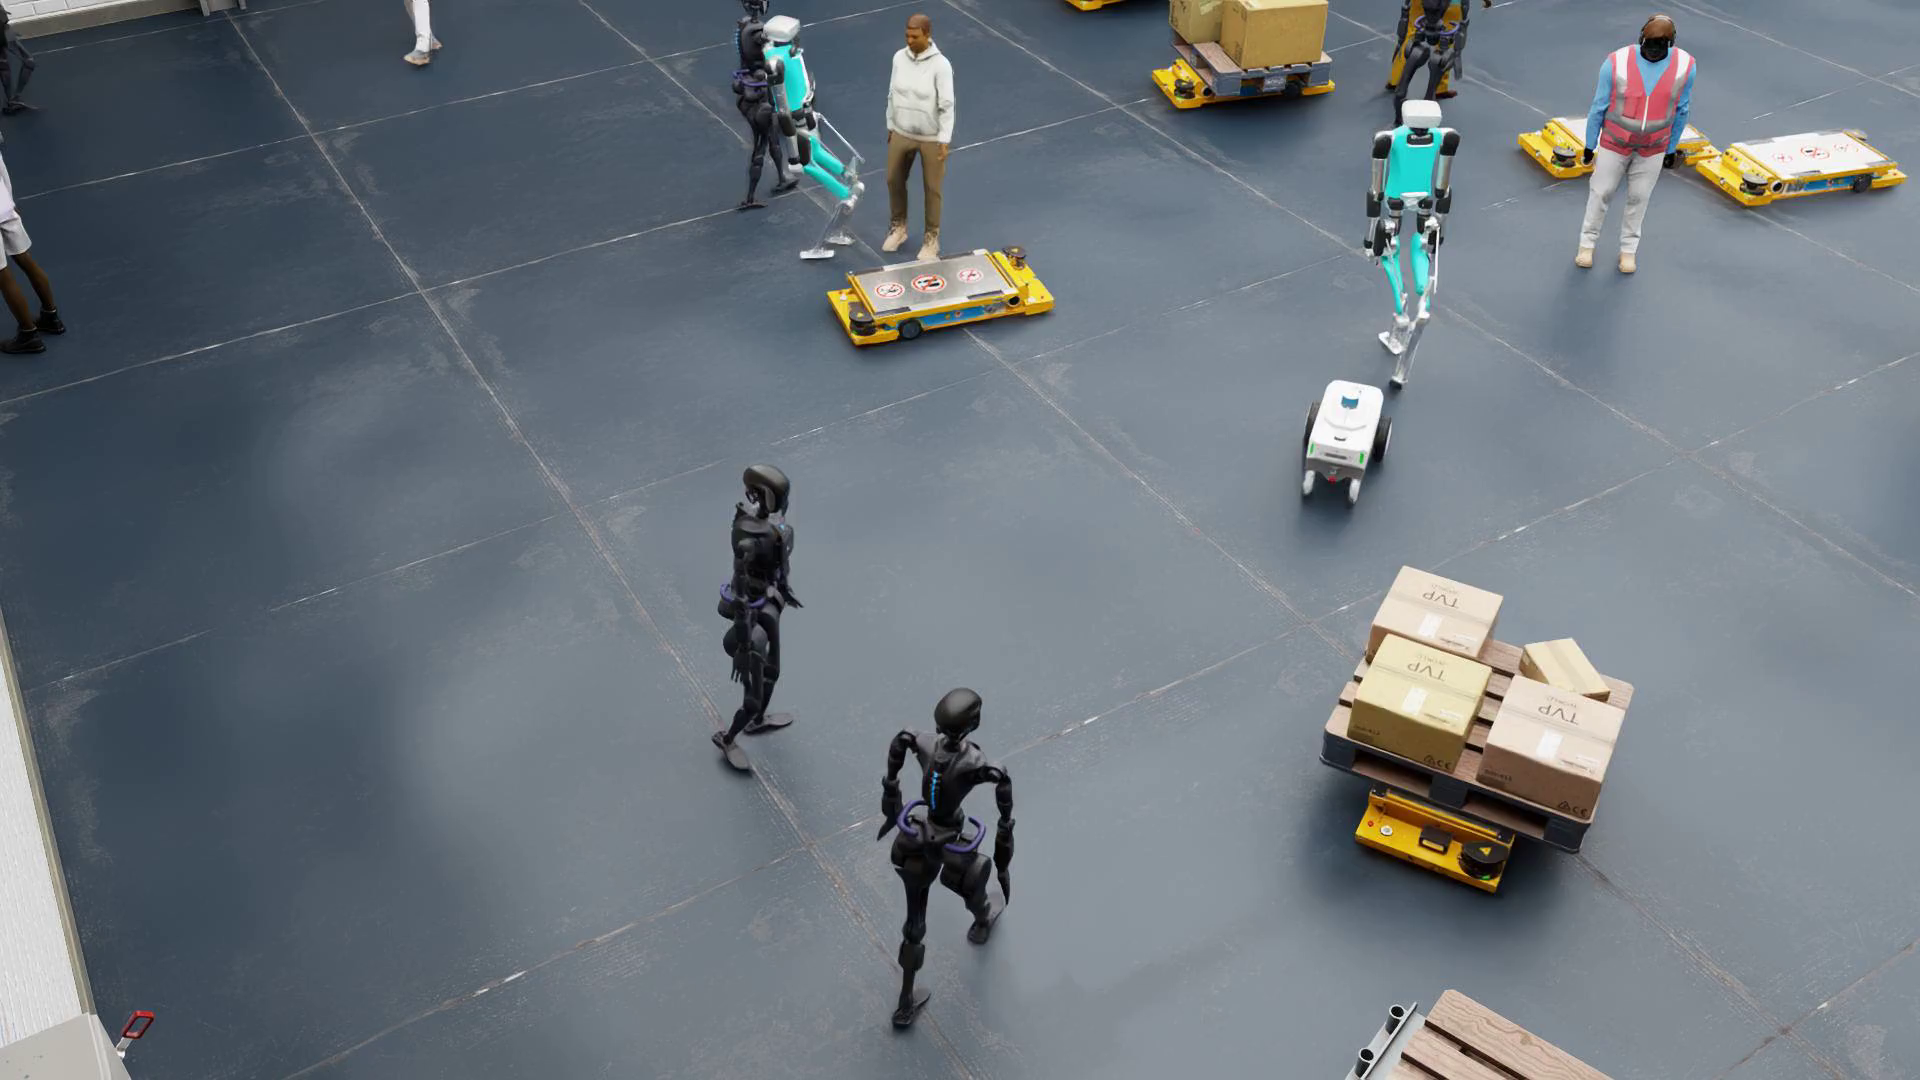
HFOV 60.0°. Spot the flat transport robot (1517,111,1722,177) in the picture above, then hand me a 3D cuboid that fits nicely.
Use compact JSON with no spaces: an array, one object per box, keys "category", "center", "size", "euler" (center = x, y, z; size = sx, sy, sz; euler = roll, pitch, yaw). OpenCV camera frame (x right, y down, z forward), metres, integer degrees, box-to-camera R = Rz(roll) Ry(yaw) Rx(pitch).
[{"category":"flat transport robot","center":[5.280,-3.180,13.304],"size":[1.431,0.231,0.659],"euler":[-8,39,-10]}]

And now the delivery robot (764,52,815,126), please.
[{"category":"delivery robot","center":[-1.445,-3.785,13.819],"size":[0.499,0.571,0.756],"euler":[-6,39,-8]}]

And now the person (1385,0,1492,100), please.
[{"category":"person","center":[4.020,-4.496,13.774],"size":[0.729,1.757,0.402],"euler":[18,42,22]}]

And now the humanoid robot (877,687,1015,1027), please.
[{"category":"humanoid robot","center":[-0.068,1.201,6.683],"size":[0.612,1.628,0.786],"euler":[16,41,19]}]

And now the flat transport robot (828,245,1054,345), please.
[{"category":"flat transport robot","center":[-0.134,-1.685,11.417],"size":[1.431,0.231,0.659],"euler":[-13,40,-15]}]

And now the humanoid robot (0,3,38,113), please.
[{"category":"humanoid robot","center":[-7.880,-4.270,13.547],"size":[0.341,1.648,0.602],"euler":[-26,45,-29]}]

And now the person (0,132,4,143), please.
[{"category":"person","center":[-7.971,-3.976,13.046],"size":[0.397,1.836,0.563],"euler":[-24,44,-27]}]

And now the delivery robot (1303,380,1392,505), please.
[{"category":"delivery robot","center":[2.278,-0.621,9.858],"size":[0.499,0.611,0.814],"euler":[13,40,15]}]

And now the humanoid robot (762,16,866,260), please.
[{"category":"humanoid robot","center":[-0.924,-2.745,11.561],"size":[0.797,1.762,0.549],"euler":[6,39,7]}]

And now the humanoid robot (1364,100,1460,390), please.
[{"category":"humanoid robot","center":[2.830,-1.743,10.352],"size":[0.541,1.794,0.891],"euler":[-3,38,-3]}]

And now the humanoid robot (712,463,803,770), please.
[{"category":"humanoid robot","center":[-0.964,0.334,7.744],"size":[0.427,1.644,0.610],"euler":[10,39,12]}]

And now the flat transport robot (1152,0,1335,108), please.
[{"category":"flat transport robot","center":[2.444,-3.998,14.336],"size":[1.431,0.231,0.659],"euler":[-9,39,-11]}]

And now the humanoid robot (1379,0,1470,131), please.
[{"category":"humanoid robot","center":[3.699,-3.879,13.062],"size":[0.616,1.646,0.313],"euler":[28,46,30]}]

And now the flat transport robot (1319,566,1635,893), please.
[{"category":"flat transport robot","center":[2.443,1.039,7.980],"size":[0.659,0.231,1.431],"euler":[19,42,22]}]

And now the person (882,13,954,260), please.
[{"category":"person","center":[-0.273,-2.810,11.636],"size":[0.545,1.764,0.451],"euler":[16,41,19]}]

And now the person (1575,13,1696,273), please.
[{"category":"person","center":[4.637,-2.737,11.491],"size":[0.638,1.831,0.430],"euler":[8,39,10]}]

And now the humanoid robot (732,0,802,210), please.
[{"category":"humanoid robot","center":[-1.436,-3.285,12.314],"size":[0.652,1.629,0.606],"euler":[-20,43,-23]}]

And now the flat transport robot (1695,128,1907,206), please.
[{"category":"flat transport robot","center":[6.563,-2.906,12.958],"size":[1.431,0.231,0.659],"euler":[-10,39,-12]}]

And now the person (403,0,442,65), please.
[{"category":"person","center":[-4.856,-5.067,14.426],"size":[0.644,1.834,0.830],"euler":[-3,39,-4]}]

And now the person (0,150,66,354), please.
[{"category":"person","center":[-6.224,-2.078,10.575],"size":[0.372,1.934,0.545],"euler":[8,39,10]}]

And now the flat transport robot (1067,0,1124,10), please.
[{"category":"flat transport robot","center":[1.648,-5.450,16.168],"size":[1.431,0.231,0.659],"euler":[-17,42,-21]}]
